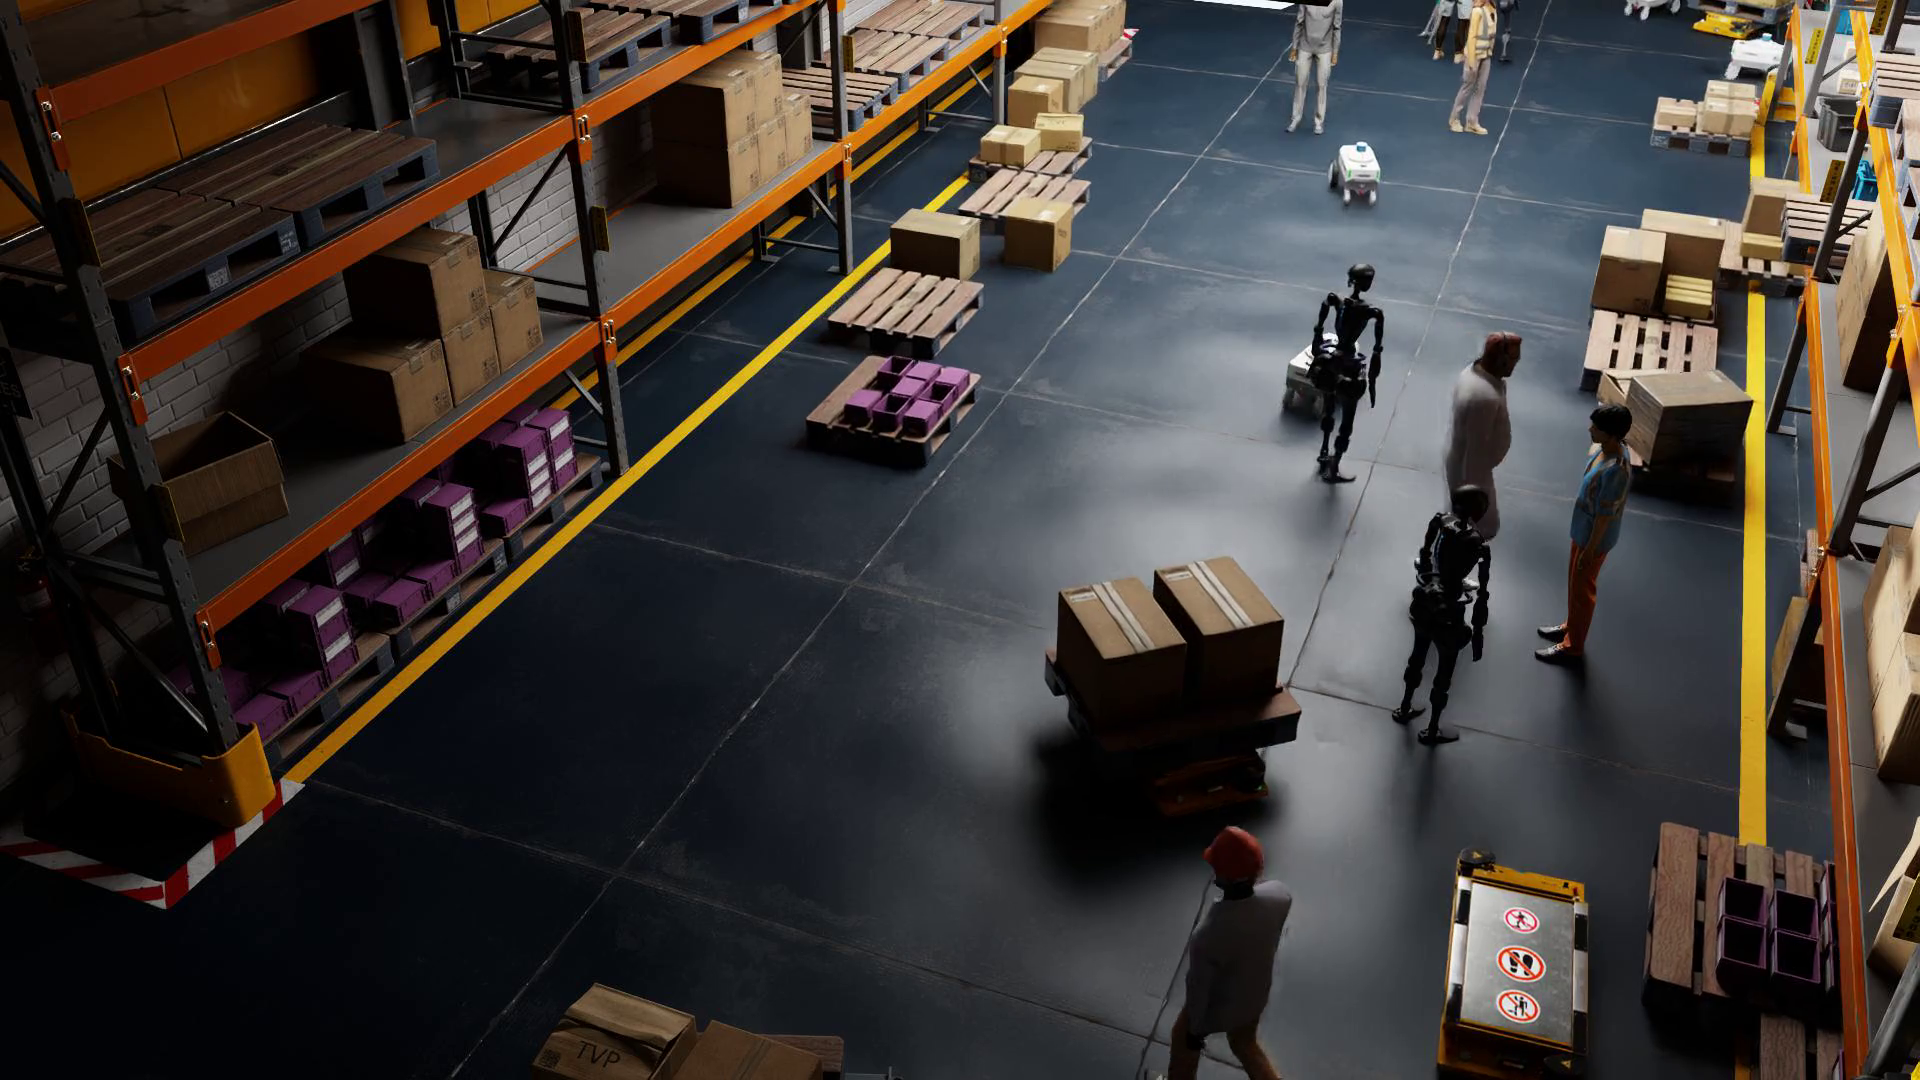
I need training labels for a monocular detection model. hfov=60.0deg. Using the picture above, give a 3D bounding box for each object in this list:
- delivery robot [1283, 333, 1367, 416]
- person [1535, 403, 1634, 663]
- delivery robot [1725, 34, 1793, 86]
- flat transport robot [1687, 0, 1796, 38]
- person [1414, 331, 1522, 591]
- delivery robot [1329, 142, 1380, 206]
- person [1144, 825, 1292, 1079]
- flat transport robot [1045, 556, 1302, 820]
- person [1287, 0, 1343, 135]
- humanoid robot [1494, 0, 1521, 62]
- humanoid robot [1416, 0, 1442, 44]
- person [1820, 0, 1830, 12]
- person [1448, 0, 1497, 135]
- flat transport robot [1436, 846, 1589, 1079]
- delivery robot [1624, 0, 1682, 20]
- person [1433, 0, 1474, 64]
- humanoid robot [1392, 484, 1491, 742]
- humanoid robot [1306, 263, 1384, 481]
[{"bbox_3d":[2.935,-1.389,13.467,0.499,0.583,0.774,22,39,30],"label":"delivery robot"},{"bbox_3d":[3.887,-0.042,10.288,0.342,1.759,0.498,7,34,11],"label":"person"},{"bbox_3d":[9.905,-5.924,20.505,0.794,0.603,0.499,16,36,23],"label":"delivery robot"},{"bbox_3d":[10.609,-7.087,22.560,1.431,0.231,0.659,-27,41,-35],"label":"flat transport robot"},{"bbox_3d":[3.361,-0.477,10.841,0.430,1.882,0.669,5,33,8],"label":"person"},{"bbox_3d":[4.129,-3.820,17.259,0.499,0.614,0.815,2,33,3],"label":"delivery robot"},{"bbox_3d":[1.207,1.980,7.197,0.576,1.716,0.745,-22,39,-31],"label":"person"},{"bbox_3d":[1.231,1.086,9.911,0.659,0.231,1.431,-10,34,-15],"label":"flat transport robot"},{"bbox_3d":[3.972,-5.508,18.618,0.555,1.896,0.407,10,34,15],"label":"person"},{"bbox_3d":[6.762,-6.802,20.827,0.602,1.647,0.457,4,33,7],"label":"humanoid robot"},{"bbox_3d":[6.236,-7.319,21.609,0.746,1.823,0.530,-13,35,-20],"label":"humanoid robot"},{"bbox_3d":[10.970,-6.878,20.766,0.412,1.863,0.549,25,41,34],"label":"person"},{"bbox_3d":[5.796,-5.428,18.610,0.479,1.770,0.490,28,42,36],"label":"person"},{"bbox_3d":[2.773,2.128,8.298,0.659,0.231,1.431,10,34,15],"label":"flat transport robot"},{"bbox_3d":[9.578,-7.519,22.971,0.801,0.602,0.499,-20,38,-28],"label":"delivery robot"},{"bbox_3d":[6.272,-6.859,20.898,0.535,1.691,0.318,22,39,30],"label":"person"},{"bbox_3d":[2.817,0.401,9.662,0.315,1.655,0.599,-13,35,-20],"label":"humanoid robot"},{"bbox_3d":[2.799,-1.241,12.214,0.599,1.635,0.392,27,42,35],"label":"humanoid robot"}]
